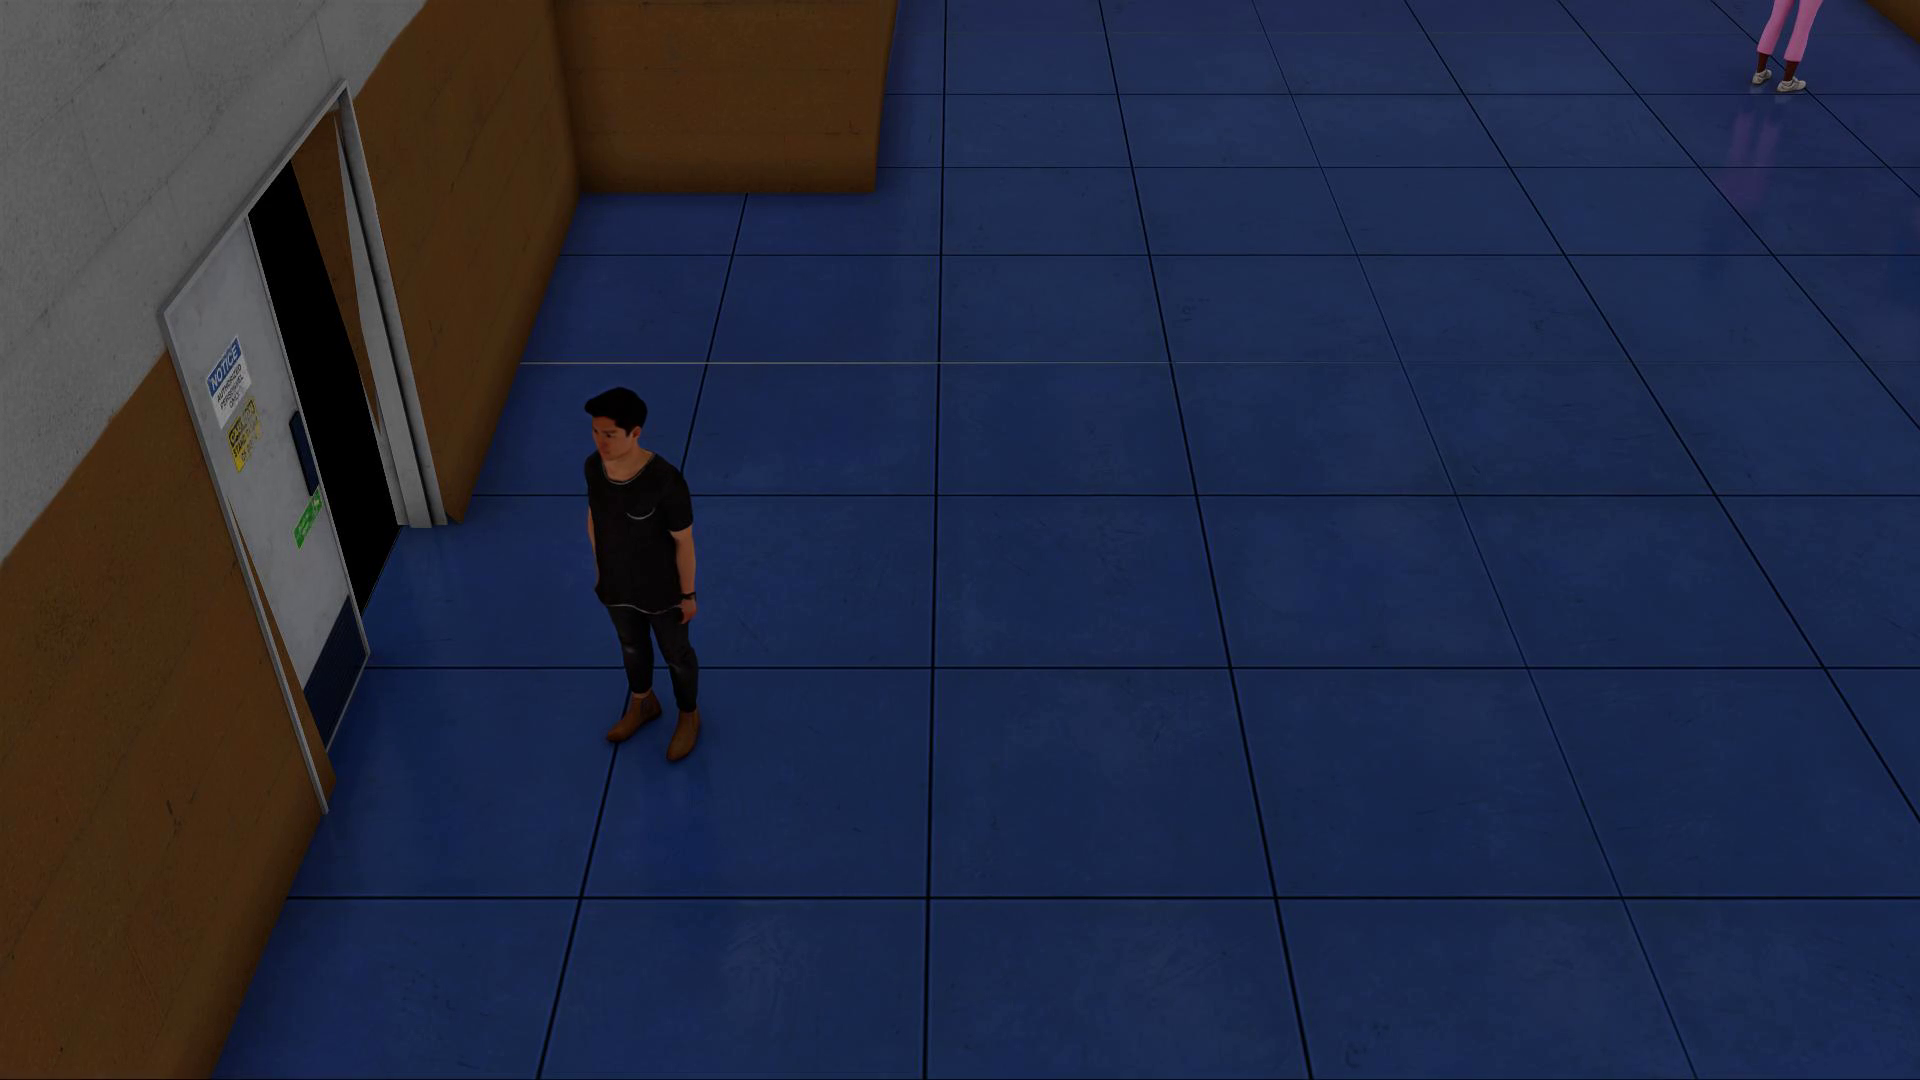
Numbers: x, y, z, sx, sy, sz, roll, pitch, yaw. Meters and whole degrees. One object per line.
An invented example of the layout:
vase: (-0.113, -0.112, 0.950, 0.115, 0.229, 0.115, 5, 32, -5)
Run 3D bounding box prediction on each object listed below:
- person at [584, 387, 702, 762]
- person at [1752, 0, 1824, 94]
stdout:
person: (-1.253, 0.124, 6.615, 0.645, 1.717, 0.766, 17, 40, 21)
person: (6.315, -4.239, 12.408, 0.697, 1.741, 0.659, -26, 44, -30)
